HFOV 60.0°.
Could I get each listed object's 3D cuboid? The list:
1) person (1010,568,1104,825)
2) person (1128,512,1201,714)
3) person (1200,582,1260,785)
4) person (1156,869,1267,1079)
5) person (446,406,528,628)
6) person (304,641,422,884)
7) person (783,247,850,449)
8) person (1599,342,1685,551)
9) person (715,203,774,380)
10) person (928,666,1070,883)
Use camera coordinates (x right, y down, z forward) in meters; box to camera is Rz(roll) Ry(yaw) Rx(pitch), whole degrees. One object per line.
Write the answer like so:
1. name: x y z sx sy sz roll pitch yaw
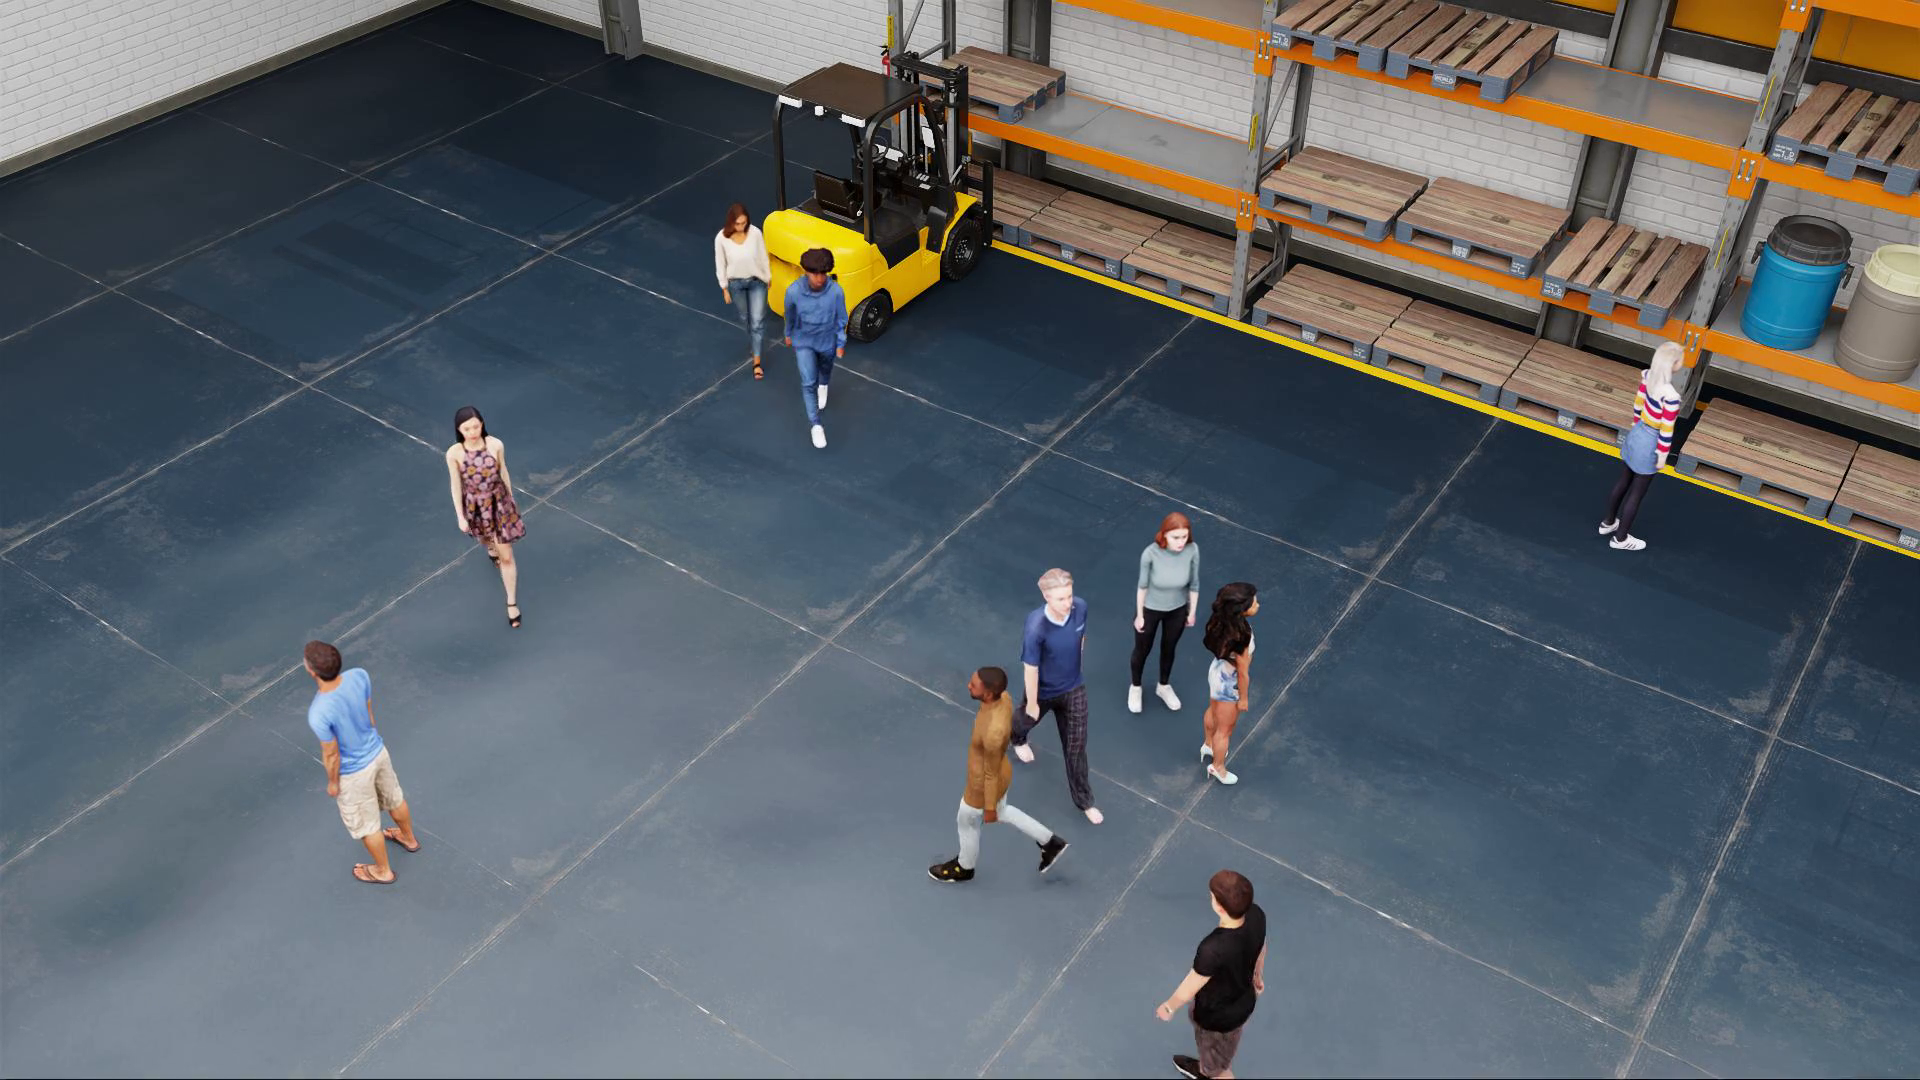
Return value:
1. person: 0.537 0.890 10.698 1.022 1.813 1.314 -20 43 -23
2. person: 1.368 0.484 11.266 0.666 1.736 0.734 -4 39 -5
3. person: 1.743 0.922 10.807 0.715 1.626 0.662 -3 39 -4
4. person: 1.455 2.473 8.691 0.715 1.843 0.685 24 44 27
5. person: -3.488 -0.255 12.192 1.014 1.736 1.214 -14 41 -17
6. person: -3.649 1.336 10.098 0.648 1.863 0.705 14 41 17
7. person: -1.231 -1.741 14.047 1.189 1.744 1.257 -6 39 -7
8. person: 5.246 -0.733 12.733 0.757 1.808 0.716 -4 39 -5
9. person: -1.912 -2.337 14.873 0.965 1.645 0.996 -4 39 -5
10. person: 0.261 1.447 10.016 1.207 1.792 1.011 2 39 3
